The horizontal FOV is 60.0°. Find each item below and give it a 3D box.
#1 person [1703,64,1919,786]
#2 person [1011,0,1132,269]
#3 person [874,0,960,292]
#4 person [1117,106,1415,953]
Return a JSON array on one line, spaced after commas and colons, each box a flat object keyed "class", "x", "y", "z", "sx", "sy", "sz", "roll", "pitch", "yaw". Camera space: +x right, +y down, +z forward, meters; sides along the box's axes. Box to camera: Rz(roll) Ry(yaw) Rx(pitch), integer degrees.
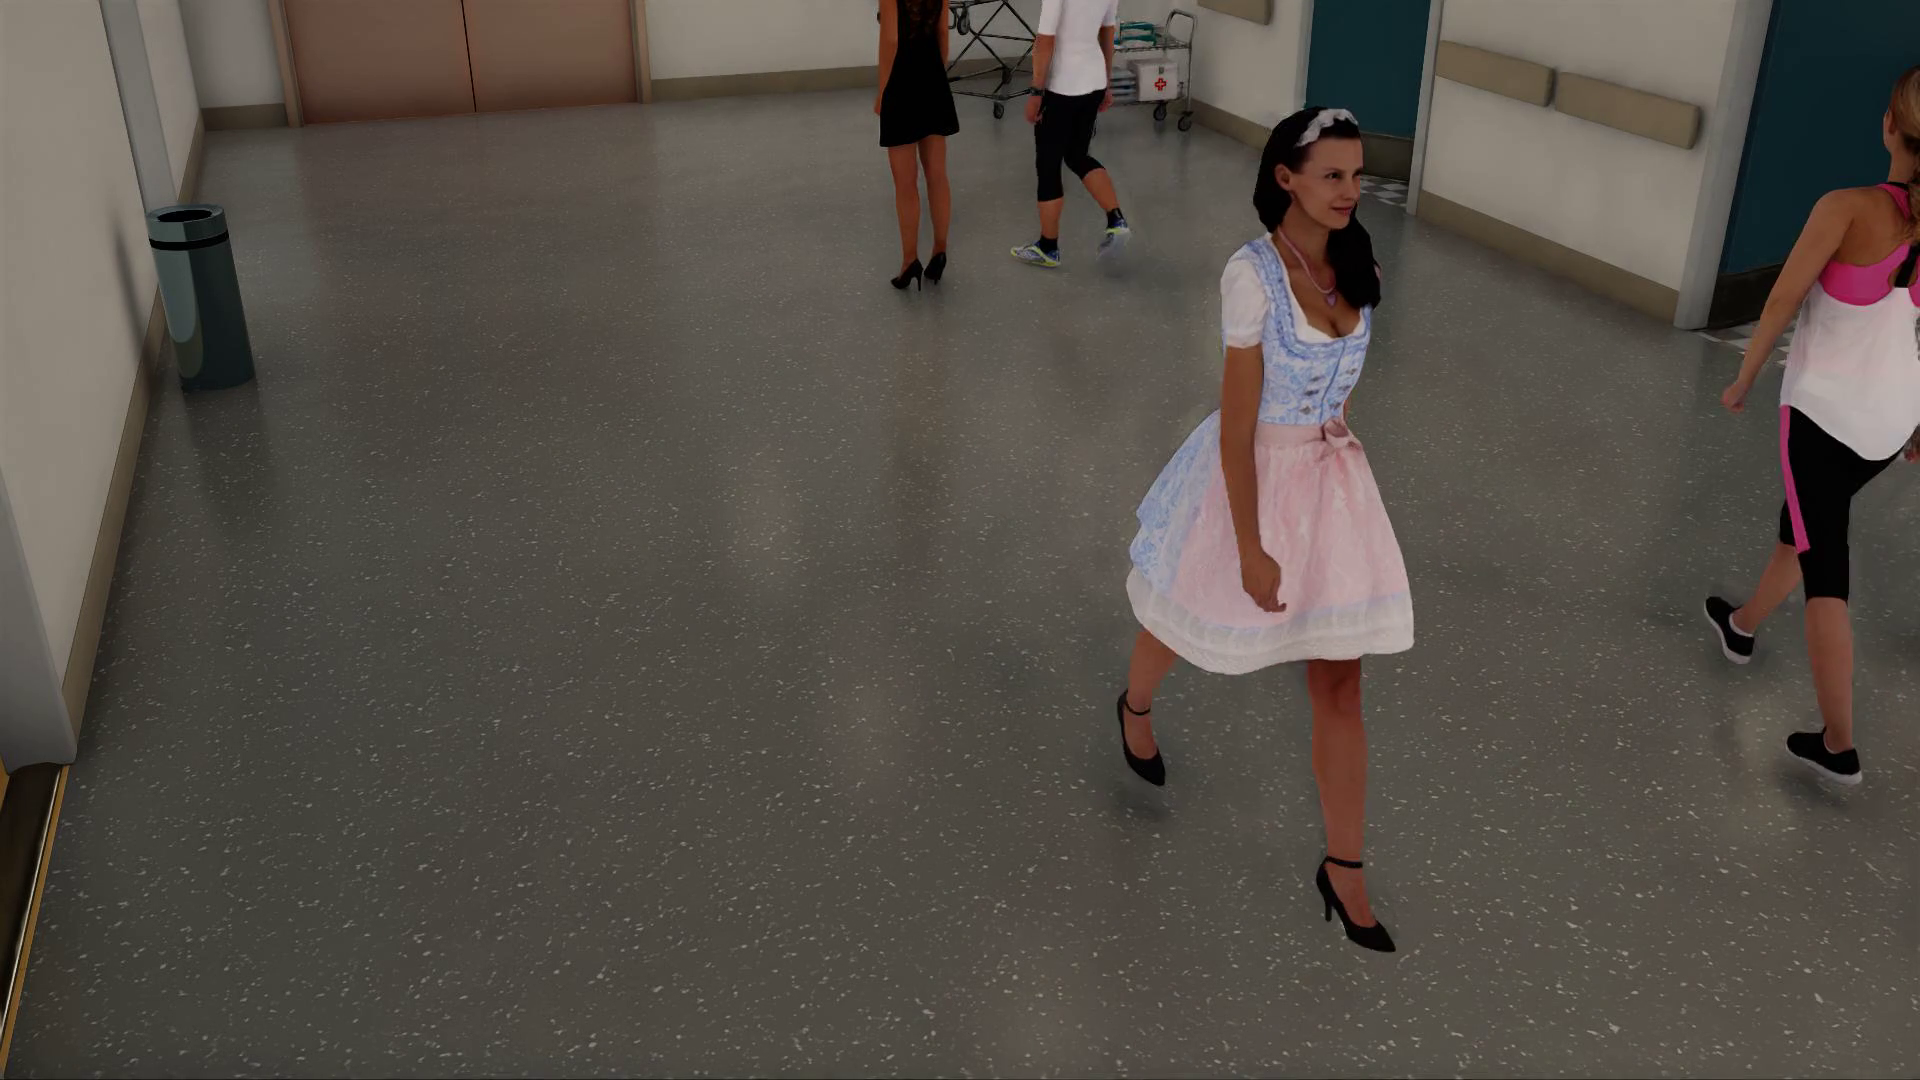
[{"class": "person", "x": 2.222, "y": -0.230, "z": 4.123, "sx": 0.872, "sy": 1.739, "sz": 1.219, "roll": 0, "pitch": 26, "yaw": -1}, {"class": "person", "x": 0.597, "y": -2.217, "z": 8.126, "sx": 1.050, "sy": 1.843, "sz": 0.915, "roll": 22, "pitch": 33, "yaw": 38}, {"class": "person", "x": -0.210, "y": -2.101, "z": 7.893, "sx": 0.644, "sy": 1.835, "sz": 0.628, "roll": -19, "pitch": 32, "yaw": -34}, {"class": "person", "x": 0.608, "y": -0.040, "z": 3.705, "sx": 0.740, "sy": 1.761, "sz": 1.251, "roll": -13, "pitch": 29, "yaw": -25}]
